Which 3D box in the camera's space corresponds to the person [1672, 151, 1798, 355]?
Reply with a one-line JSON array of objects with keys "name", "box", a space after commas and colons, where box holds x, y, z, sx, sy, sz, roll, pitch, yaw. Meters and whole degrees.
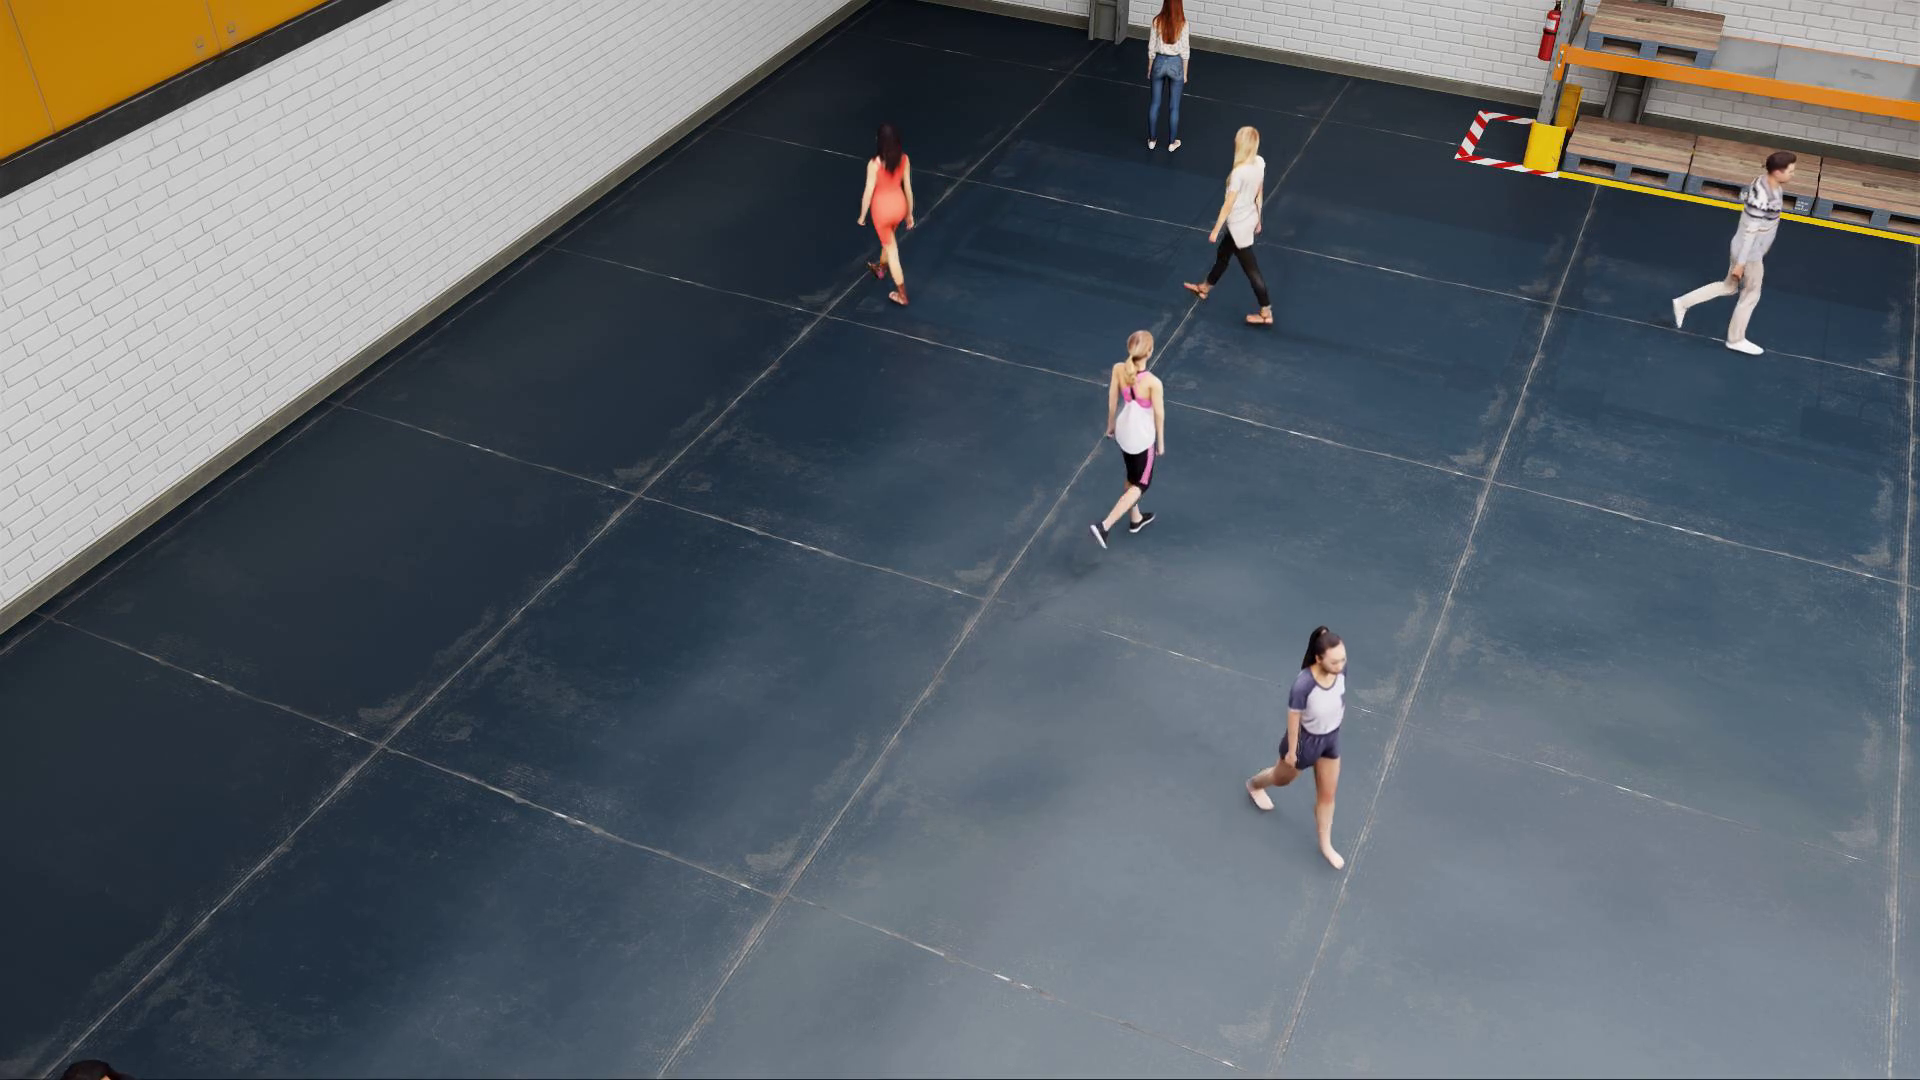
[{"name": "person", "box": [6.647, -2.485, 14.199, 1.053, 1.831, 0.720, 14, 41, 17]}]

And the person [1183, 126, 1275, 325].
[{"name": "person", "box": [2.536, -2.680, 14.491, 1.219, 1.772, 0.745, 22, 44, 25]}]

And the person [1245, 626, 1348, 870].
[{"name": "person", "box": [2.002, 1.142, 9.834, 0.974, 1.612, 1.130, -20, 43, -23]}]

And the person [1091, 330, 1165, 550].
[{"name": "person", "box": [1.219, -0.684, 11.990, 1.003, 1.774, 0.889, 31, 48, 33]}]

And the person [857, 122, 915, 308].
[{"name": "person", "box": [-0.582, -2.847, 14.765, 0.834, 1.690, 1.051, -29, 47, -32]}]

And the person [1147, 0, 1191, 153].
[{"name": "person", "box": [2.159, -4.906, 17.314, 0.475, 1.728, 0.667, 11, 40, 13]}]
